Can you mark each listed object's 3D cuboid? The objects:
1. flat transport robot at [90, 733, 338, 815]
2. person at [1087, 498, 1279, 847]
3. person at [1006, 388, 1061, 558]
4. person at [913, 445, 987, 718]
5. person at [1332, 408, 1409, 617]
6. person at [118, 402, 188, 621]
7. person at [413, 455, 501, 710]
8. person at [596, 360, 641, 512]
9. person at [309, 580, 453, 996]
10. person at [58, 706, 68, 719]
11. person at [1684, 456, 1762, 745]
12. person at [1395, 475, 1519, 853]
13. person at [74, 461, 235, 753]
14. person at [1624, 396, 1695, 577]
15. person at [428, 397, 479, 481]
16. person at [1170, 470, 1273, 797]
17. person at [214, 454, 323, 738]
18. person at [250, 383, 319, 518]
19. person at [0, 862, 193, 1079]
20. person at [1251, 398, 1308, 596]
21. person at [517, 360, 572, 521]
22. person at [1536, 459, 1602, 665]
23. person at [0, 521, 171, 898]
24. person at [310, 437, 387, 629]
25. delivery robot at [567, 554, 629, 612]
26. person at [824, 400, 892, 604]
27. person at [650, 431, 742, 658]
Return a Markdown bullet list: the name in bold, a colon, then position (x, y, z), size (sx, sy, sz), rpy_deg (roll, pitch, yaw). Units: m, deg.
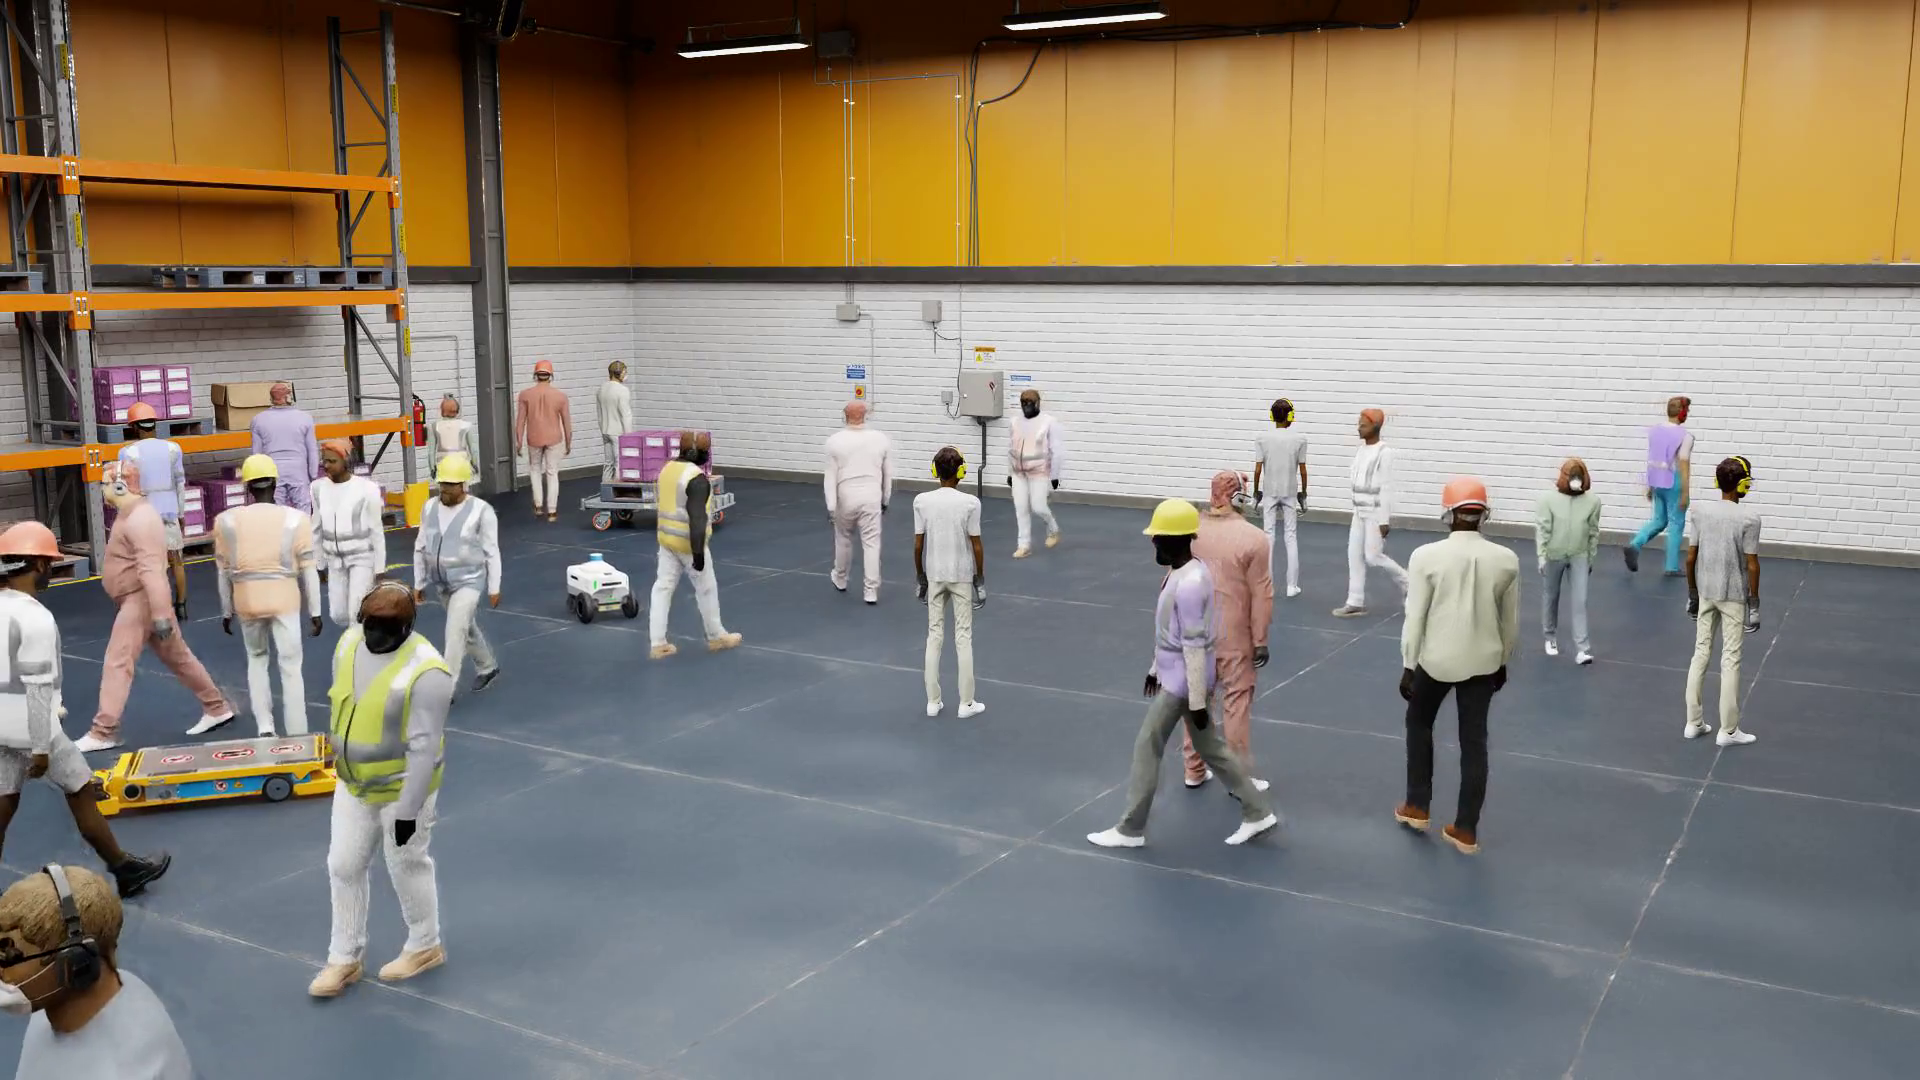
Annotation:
- **flat transport robot**: position (-4.319, 1.349, 9.707), size (1.431, 0.197, 0.652), rpy_deg (-3, 10, -20)
- **person**: position (1.217, 0.708, 8.716), size (0.974, 1.884, 0.589), rpy_deg (2, 9, 10)
- **person**: position (0.795, -0.721, 17.809), size (0.633, 1.824, 0.549), rpy_deg (6, 11, 32)
- **person**: position (-0.062, 0.286, 11.374), size (0.510, 1.871, 0.328), rpy_deg (3, 9, 16)
- **person**: position (3.694, -0.238, 14.653), size (0.725, 1.865, 0.579), rpy_deg (-2, 9, -12)
- **person**: position (-6.975, -0.225, 14.367), size (0.375, 1.931, 0.542), rpy_deg (8, 12, 40)
- **person**: position (-3.525, 0.277, 11.722), size (0.591, 1.782, 0.949), rpy_deg (4, 10, 22)
- **person**: position (-4.355, -1.308, 21.120), size (0.627, 1.935, 0.371), rpy_deg (9, 13, 43)
- **person**: position (-2.415, 1.036, 6.937), size (0.701, 1.792, 0.670), rpy_deg (5, 10, 27)
- **person**: position (-6.510, 0.408, 10.886), size (0.522, 1.791, 0.999), rpy_deg (8, 12, 40)
- **person**: position (4.931, 0.388, 10.732), size (0.327, 1.872, 0.516), rpy_deg (-6, 11, -33)
- **person**: position (2.631, 0.630, 8.891), size (0.662, 1.966, 0.752), rpy_deg (-1, 9, -4)
- **person**: position (-5.238, 0.408, 10.701), size (1.020, 1.857, 0.651), rpy_deg (-4, 10, -24)
- **person**: position (6.994, -0.520, 16.526), size (0.651, 1.825, 0.578), rpy_deg (-3, 10, -18)
- **person**: position (-5.794, -0.823, 19.068), size (0.518, 1.616, 0.626), rpy_deg (-1, 9, -5)
- **person**: position (1.542, 0.537, 9.712), size (0.644, 1.901, 0.399), rpy_deg (7, 12, 39)
- **person**: position (-4.351, 0.413, 10.492), size (0.615, 1.895, 0.574), rpy_deg (-2, 9, -11)
- **person**: position (-7.008, -0.682, 17.305), size (0.644, 1.904, 0.399), rpy_deg (-3, 10, -18)
- **person**: position (-1.804, 1.565, 3.299), size (0.981, 1.891, 0.650), rpy_deg (-6, 11, -33)
- **person**: position (3.009, -0.397, 15.663), size (0.518, 1.860, 0.323), rpy_deg (2, 9, 11)
- **person**: position (-5.121, -1.237, 20.544), size (0.658, 1.968, 0.652), rpy_deg (-2, 9, -11)
- **person**: position (4.733, 0.170, 12.940), size (0.500, 1.590, 0.852), rpy_deg (1, 9, 8)
- **person**: position (-4.275, 0.849, 7.841), size (0.538, 1.879, 0.951), rpy_deg (5, 10, 29)
- **person**: position (-4.437, 0.150, 12.253), size (0.591, 1.864, 0.651), rpy_deg (2, 9, 15)
- **delivery robot**: position (-3.202, 0.363, 14.684), size (0.477, 0.478, 0.707), rpy_deg (-6, 11, -32)
- **person**: position (-0.965, -0.368, 15.492), size (0.652, 1.854, 1.014), rpy_deg (-2, 9, -13)
- **person**: position (-2.124, 0.023, 13.222), size (0.892, 1.788, 0.757), rpy_deg (-8, 12, -41)
